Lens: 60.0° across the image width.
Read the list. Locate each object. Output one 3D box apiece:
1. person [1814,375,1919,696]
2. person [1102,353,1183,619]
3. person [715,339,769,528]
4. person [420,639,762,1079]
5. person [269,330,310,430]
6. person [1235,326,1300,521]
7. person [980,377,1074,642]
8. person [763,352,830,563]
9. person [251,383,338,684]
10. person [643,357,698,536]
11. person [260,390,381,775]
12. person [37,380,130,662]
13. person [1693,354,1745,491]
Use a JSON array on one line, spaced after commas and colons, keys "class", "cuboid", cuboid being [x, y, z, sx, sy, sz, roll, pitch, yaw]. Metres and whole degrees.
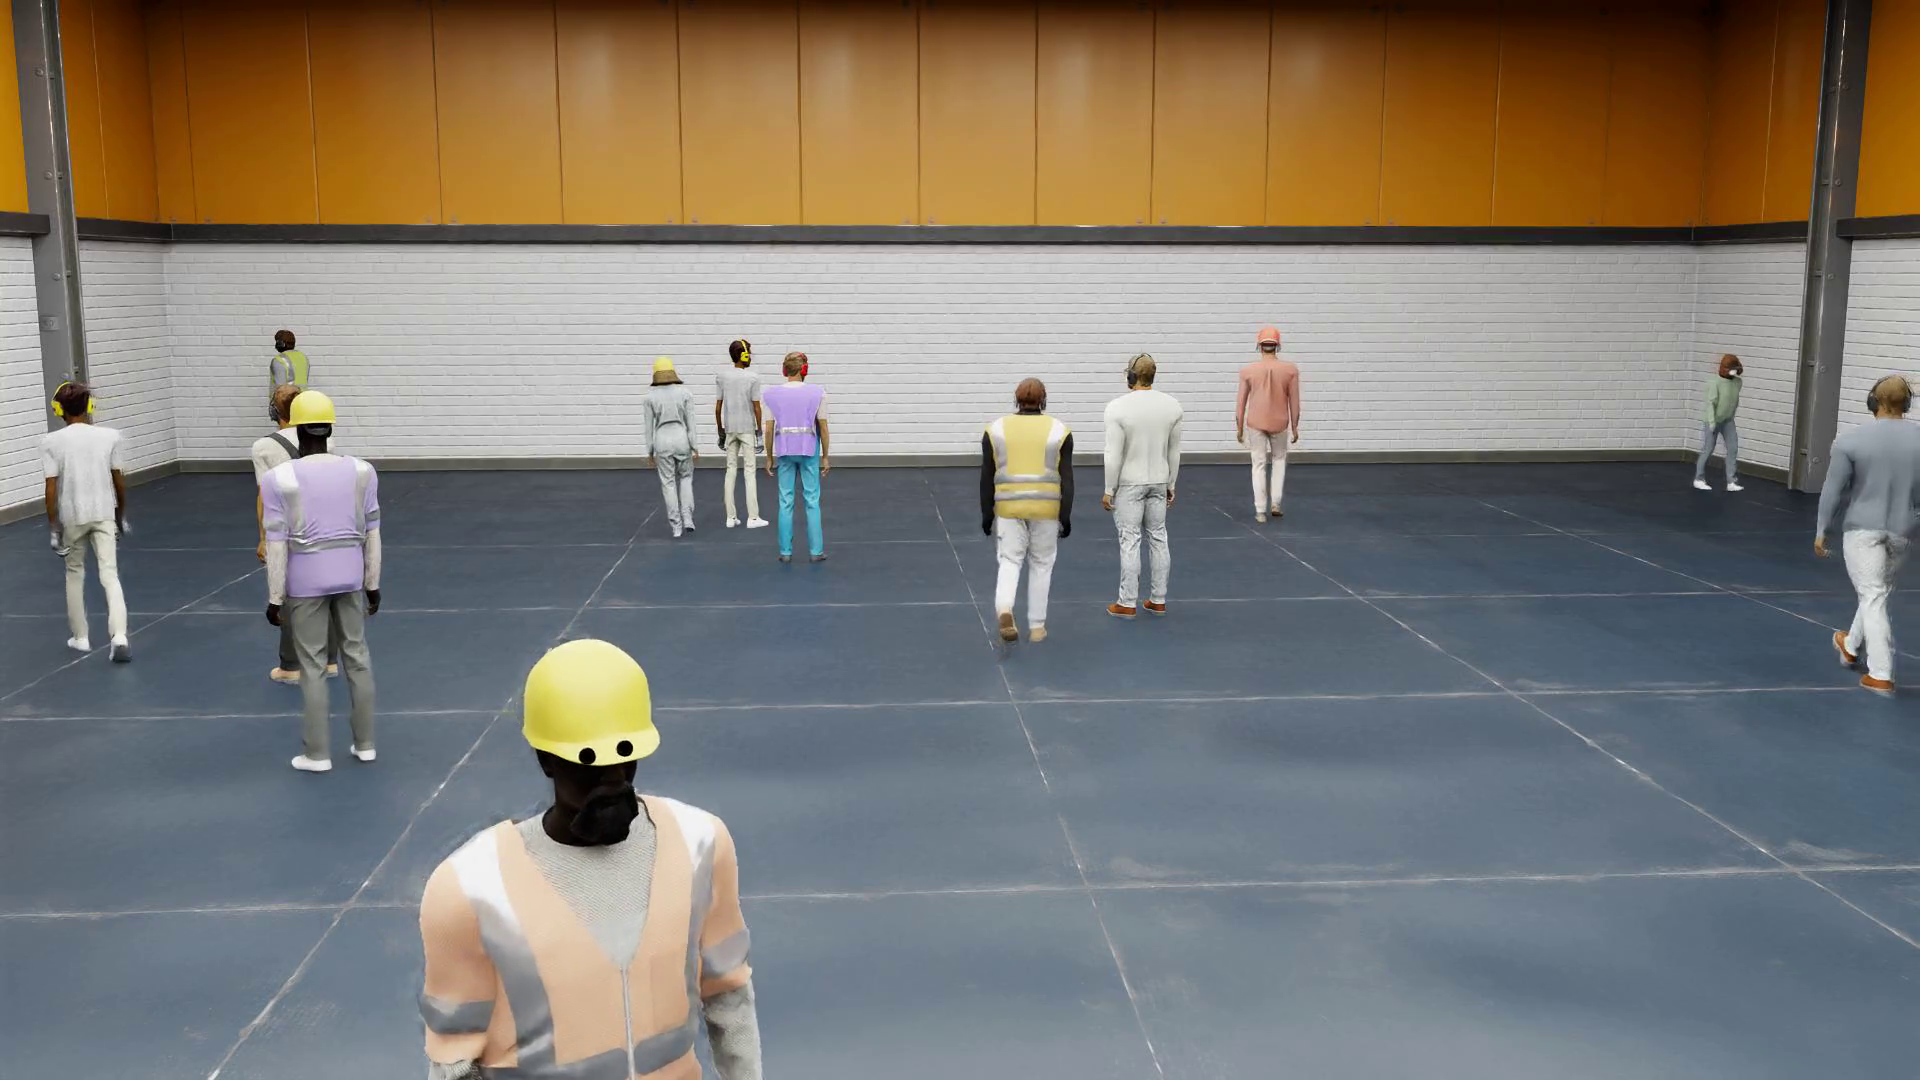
[{"class": "person", "cuboid": [5.569, -0.058, 10.183, 0.655, 1.888, 0.985, 1, 9, 5]}, {"class": "person", "cuboid": [1.312, -0.388, 12.118, 0.630, 1.940, 0.372, -4, 10, -25]}, {"class": "person", "cuboid": [-2.176, -1.046, 16.483, 0.514, 1.866, 0.332, 3, 10, 19]}, {"class": "person", "cuboid": [-0.647, 1.090, 3.045, 0.601, 1.880, 0.974, -7, 11, -38]}, {"class": "person", "cuboid": [-8.140, -1.622, 20.168, 0.429, 1.844, 0.625, 2, 9, 10]}, {"class": "person", "cuboid": [3.128, -1.184, 16.965, 0.644, 1.980, 0.517, 1, 9, 6]}, {"class": "person", "cuboid": [0.443, -0.180, 11.203, 0.638, 1.828, 0.637, 1, 9, 9]}, {"class": "person", "cuboid": [-1.414, -0.706, 14.429, 0.563, 1.838, 0.389, 0, 9, 1]}, {"class": "person", "cuboid": [-4.072, -0.039, 10.214, 0.345, 1.846, 0.508, 9, 12, 43]}, {"class": "person", "cuboid": [-2.784, -0.901, 16.006, 0.505, 1.710, 0.576, -2, 9, -12]}, {"class": "person", "cuboid": [-3.211, 0.212, 8.386, 0.593, 1.925, 0.379, -9, 12, -43]}, {"class": "person", "cuboid": [-5.670, -0.123, 10.834, 0.518, 1.824, 0.936, -6, 11, -35]}, {"class": "person", "cuboid": [8.796, -1.341, 19.172, 0.522, 1.590, 0.758, -3, 9, -17]}]
